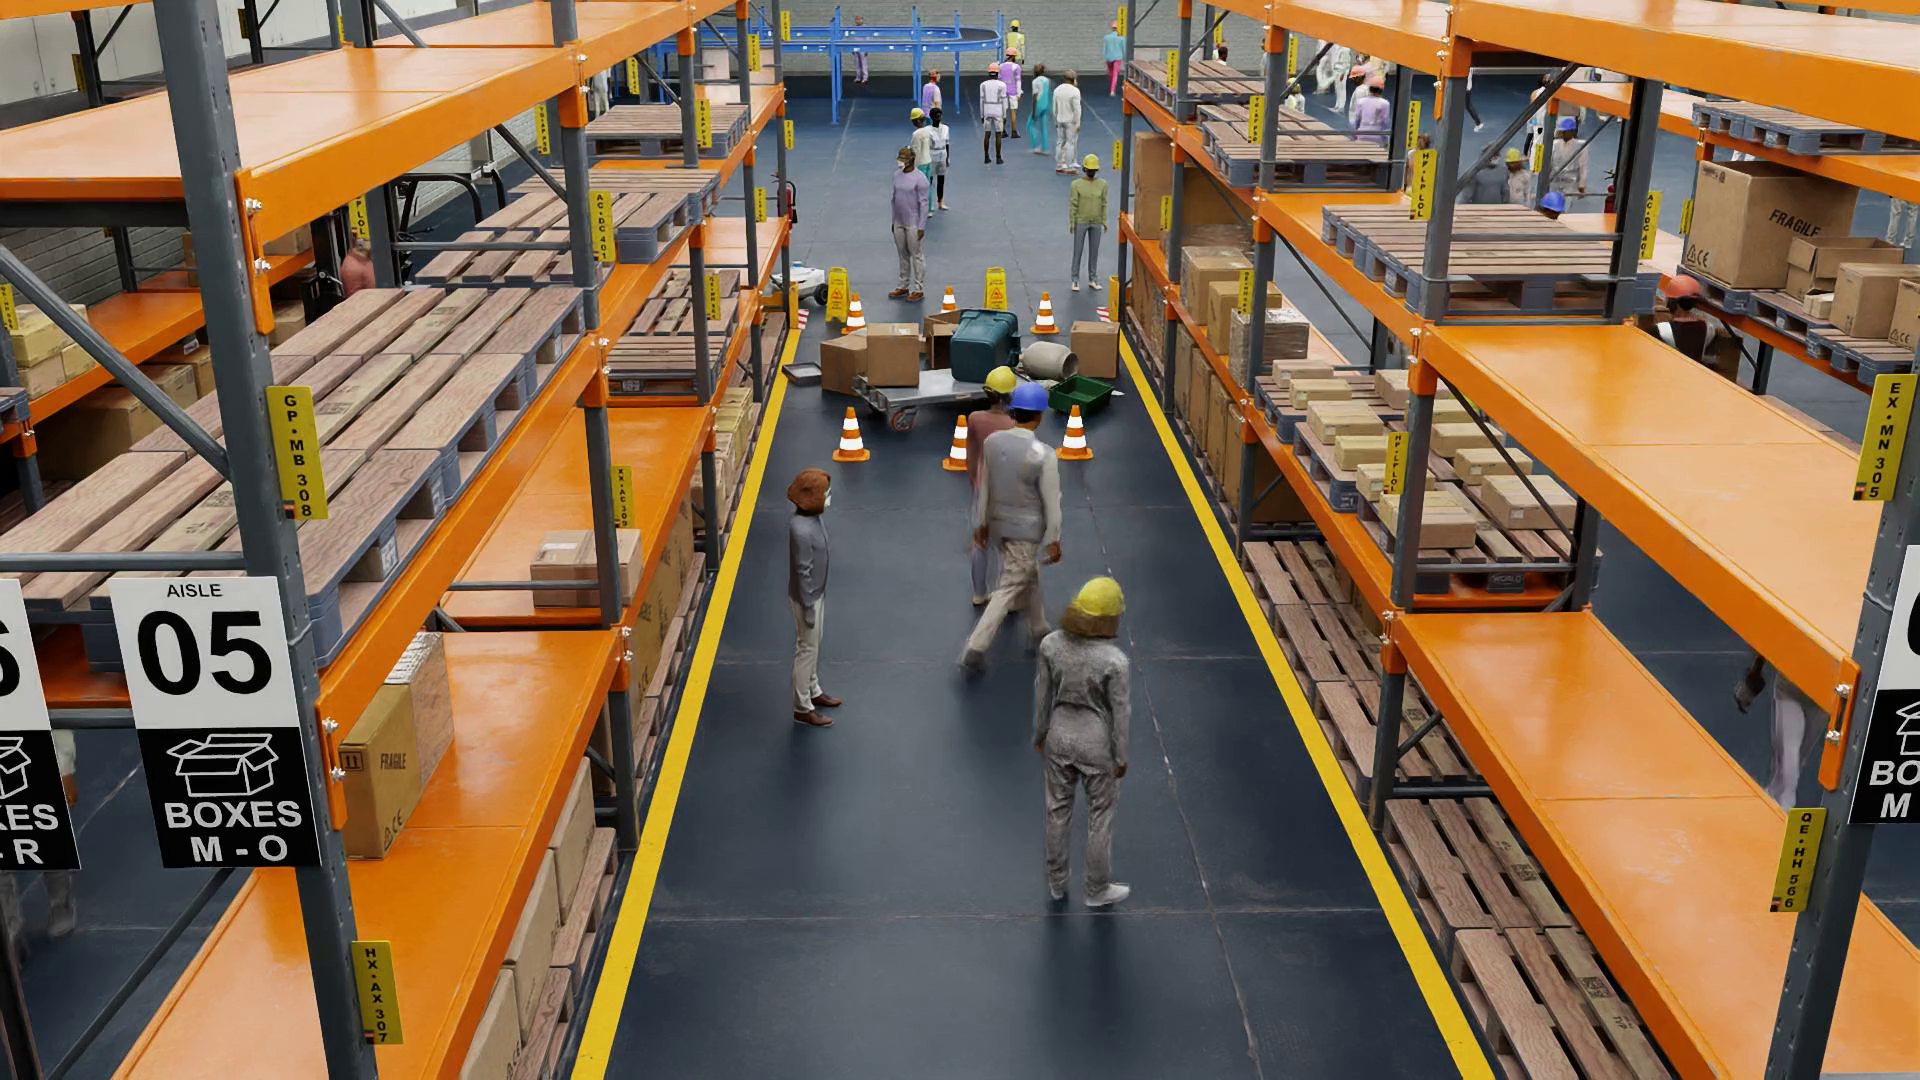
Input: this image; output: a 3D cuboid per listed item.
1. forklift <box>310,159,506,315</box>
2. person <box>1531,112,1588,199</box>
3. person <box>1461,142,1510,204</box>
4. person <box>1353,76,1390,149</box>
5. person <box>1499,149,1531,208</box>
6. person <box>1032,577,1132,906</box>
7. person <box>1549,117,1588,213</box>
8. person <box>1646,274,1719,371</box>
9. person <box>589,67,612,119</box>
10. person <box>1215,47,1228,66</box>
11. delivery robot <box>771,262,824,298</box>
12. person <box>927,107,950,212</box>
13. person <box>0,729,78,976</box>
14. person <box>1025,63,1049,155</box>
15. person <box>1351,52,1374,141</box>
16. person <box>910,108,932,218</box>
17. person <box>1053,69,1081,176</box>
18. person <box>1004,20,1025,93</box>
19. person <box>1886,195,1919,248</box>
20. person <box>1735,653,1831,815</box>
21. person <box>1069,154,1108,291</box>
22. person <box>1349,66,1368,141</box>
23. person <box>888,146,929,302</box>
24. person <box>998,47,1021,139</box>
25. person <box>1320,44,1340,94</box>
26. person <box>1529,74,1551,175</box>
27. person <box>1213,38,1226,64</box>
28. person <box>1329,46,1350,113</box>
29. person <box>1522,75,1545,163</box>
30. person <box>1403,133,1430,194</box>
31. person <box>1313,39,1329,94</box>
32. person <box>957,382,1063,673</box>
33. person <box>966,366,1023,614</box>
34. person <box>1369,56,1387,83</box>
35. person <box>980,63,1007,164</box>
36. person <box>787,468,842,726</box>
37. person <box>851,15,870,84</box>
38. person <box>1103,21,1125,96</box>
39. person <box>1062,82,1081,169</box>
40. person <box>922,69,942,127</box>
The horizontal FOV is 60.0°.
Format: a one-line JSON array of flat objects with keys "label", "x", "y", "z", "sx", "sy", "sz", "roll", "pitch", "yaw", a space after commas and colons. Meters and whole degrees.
[{"label": "forklift", "x": -5.622, "y": -2.910, "z": 17.832, "sx": 2.313, "sy": 2.155, "sz": 1.214, "roll": -1, "pitch": 21, "yaw": -1}, {"label": "person", "x": 10.308, "y": -6.802, "z": 28.333, "sx": 0.785, "sy": 2.000, "sz": 0.690, "roll": 17, "pitch": 26, "yaw": 37}, {"label": "person", "x": 6.911, "y": -4.321, "z": 21.996, "sx": 0.635, "sy": 1.892, "sz": 0.998, "roll": -9, "pitch": 23, "yaw": -23}, {"label": "person", "x": 7.141, "y": -7.002, "z": 28.876, "sx": 0.498, "sy": 2.028, "sz": 0.612, "roll": -19, "pitch": 28, "yaw": -40}, {"label": "person", "x": 7.486, "y": -4.472, "z": 22.657, "sx": 0.481, "sy": 1.682, "sz": 0.927, "roll": 10, "pitch": 23, "yaw": 24}, {"label": "person", "x": 0.598, "y": 0.994, "z": 8.170, "sx": 0.538, "sy": 1.729, "sz": 0.316, "roll": 11, "pitch": 23, "yaw": 26}, {"label": "person", "x": 8.715, "y": -5.154, "z": 24.130, "sx": 0.639, "sy": 1.925, "sz": 0.518, "roll": 17, "pitch": 27, "yaw": 38}, {"label": "person", "x": 5.785, "y": -1.142, "z": 13.451, "sx": 0.610, "sy": 1.996, "sz": 1.046, "roll": -5, "pitch": 21, "yaw": -12}, {"label": "person", "x": -7.942, "y": -9.878, "z": 36.718, "sx": 0.507, "sy": 1.862, "sz": 0.331, "roll": -1, "pitch": 21, "yaw": -3}, {"label": "person", "x": 5.711, "y": -9.927, "z": 36.785, "sx": 0.411, "sy": 1.907, "sz": 0.600, "roll": -6, "pitch": 21, "yaw": -14}, {"label": "delivery robot", "x": -2.036, "y": -3.246, "z": 20.869, "sx": 0.477, "sy": 0.478, "sz": 0.707, "roll": 16, "pitch": 26, "yaw": 36}, {"label": "person", "x": -0.402, "y": -6.278, "z": 27.438, "sx": 0.530, "sy": 1.689, "sz": 0.322, "roll": -14, "pitch": 25, "yaw": -32}, {"label": "person", "x": -4.389, "y": 1.084, "z": 7.650, "sx": 0.621, "sy": 1.917, "sz": 0.789, "roll": -7, "pitch": 22, "yaw": -19}, {"label": "person", "x": 1.573, "y": -8.753, "z": 33.790, "sx": 0.631, "sy": 1.820, "sz": 0.537, "roll": 17, "pitch": 27, "yaw": 38}, {"label": "person", "x": 8.661, "y": -9.535, "z": 35.696, "sx": 0.355, "sy": 1.938, "sz": 0.637, "roll": 2, "pitch": 21, "yaw": 5}, {"label": "person", "x": -0.641, "y": -6.017, "z": 26.655, "sx": 0.341, "sy": 1.758, "sz": 0.526, "roll": 9, "pitch": 22, "yaw": 22}, {"label": "person", "x": 2.012, "y": -7.812, "z": 31.146, "sx": 0.355, "sy": 1.936, "sz": 0.635, "roll": -19, "pitch": 28, "yaw": -40}, {"label": "person", "x": 1.480, "y": -13.148, "z": 45.262, "sx": 0.585, "sy": 1.929, "sz": 0.377, "roll": 7, "pitch": 22, "yaw": 19}, {"label": "person", "x": 13.894, "y": -5.161, "z": 24.424, "sx": 0.486, "sy": 1.738, "sz": 0.321, "roll": 1, "pitch": 21, "yaw": 3}, {"label": "person", "x": 4.289, "y": 0.858, "z": 8.419, "sx": 0.591, "sy": 1.801, "sz": 0.956, "roll": 5, "pitch": 21, "yaw": 12}, {"label": "person", "x": 1.679, "y": -4.126, "z": 21.645, "sx": 0.533, "sy": 1.765, "sz": 0.326, "roll": -6, "pitch": 22, "yaw": -16}, {"label": "person", "x": 7.336, "y": -7.744, "z": 30.834, "sx": 0.386, "sy": 2.034, "sz": 0.604, "roll": 6, "pitch": 21, "yaw": 15}, {"label": "person", "x": -0.652, "y": -4.007, "z": 21.088, "sx": 0.373, "sy": 1.940, "sz": 0.628, "roll": -19, "pitch": 28, "yaw": -40}, {"label": "person", "x": 1.089, "y": -9.752, "z": 36.283, "sx": 0.547, "sy": 1.930, "sz": 0.384, "roll": 11, "pitch": 24, "yaw": 28}, {"label": "person", "x": 10.124, "y": -12.886, "z": 44.870, "sx": 0.694, "sy": 1.714, "sz": 0.588, "roll": 1, "pitch": 21, "yaw": 2}, {"label": "person", "x": 10.988, "y": -7.824, "z": 31.310, "sx": 0.429, "sy": 1.841, "sz": 0.634, "roll": 11, "pitch": 23, "yaw": 26}, {"label": "person", "x": 6.247, "y": -11.227, "z": 40.328, "sx": 0.410, "sy": 1.833, "sz": 0.580, "roll": 18, "pitch": 27, "yaw": 39}, {"label": "person", "x": 9.381, "y": -11.510, "z": 40.906, "sx": 0.384, "sy": 1.949, "sz": 0.604, "roll": 0, "pitch": 21, "yaw": 0}, {"label": "person", "x": 11.366, "y": -8.281, "z": 32.736, "sx": 0.322, "sy": 1.690, "sz": 0.536, "roll": -3, "pitch": 21, "yaw": -8}, {"label": "person", "x": 6.748, "y": -5.195, "z": 24.661, "sx": 0.549, "sy": 1.619, "sz": 0.570, "roll": 18, "pitch": 27, "yaw": 40}, {"label": "person", "x": 9.893, "y": -13.099, "z": 45.257, "sx": 0.451, "sy": 1.852, "sz": 0.732, "roll": 4, "pitch": 21, "yaw": 10}, {"label": "person", "x": 0.331, "y": -0.073, "z": 10.764, "sx": 0.955, "sy": 1.899, "sz": 0.637, "roll": -16, "pitch": 26, "yaw": -36}, {"label": "person", "x": 0.274, "y": -0.350, "z": 11.659, "sx": 0.523, "sy": 1.769, "sz": 0.321, "roll": 17, "pitch": 27, "yaw": 38}, {"label": "person", "x": 9.918, "y": -11.089, "z": 39.873, "sx": 0.538, "sy": 1.903, "sz": 0.978, "roll": 6, "pitch": 22, "yaw": 16}, {"label": "person", "x": 0.660, "y": -8.349, "z": 32.582, "sx": 0.543, "sy": 1.929, "sz": 0.386, "roll": 7, "pitch": 22, "yaw": 18}, {"label": "person", "x": -0.895, "y": 0.337, "z": 10.044, "sx": 0.288, "sy": 1.626, "sz": 0.508, "roll": 1, "pitch": 21, "yaw": 3}, {"label": "person", "x": -2.880, "y": -14.088, "z": 47.777, "sx": 0.403, "sy": 1.911, "sz": 0.637, "roll": -18, "pitch": 28, "yaw": -40}, {"label": "person", "x": 4.151, "y": -12.958, "z": 44.759, "sx": 0.609, "sy": 1.945, "sz": 1.079, "roll": 6, "pitch": 21, "yaw": 15}, {"label": "person", "x": 2.119, "y": -8.004, "z": 32.080, "sx": 0.526, "sy": 1.633, "sz": 0.317, "roll": -17, "pitch": 27, "yaw": -38}, {"label": "person", "x": -0.541, "y": -8.183, "z": 32.255, "sx": 0.373, "sy": 1.843, "sz": 0.570, "roll": -11, "pitch": 23, "yaw": -27}]
